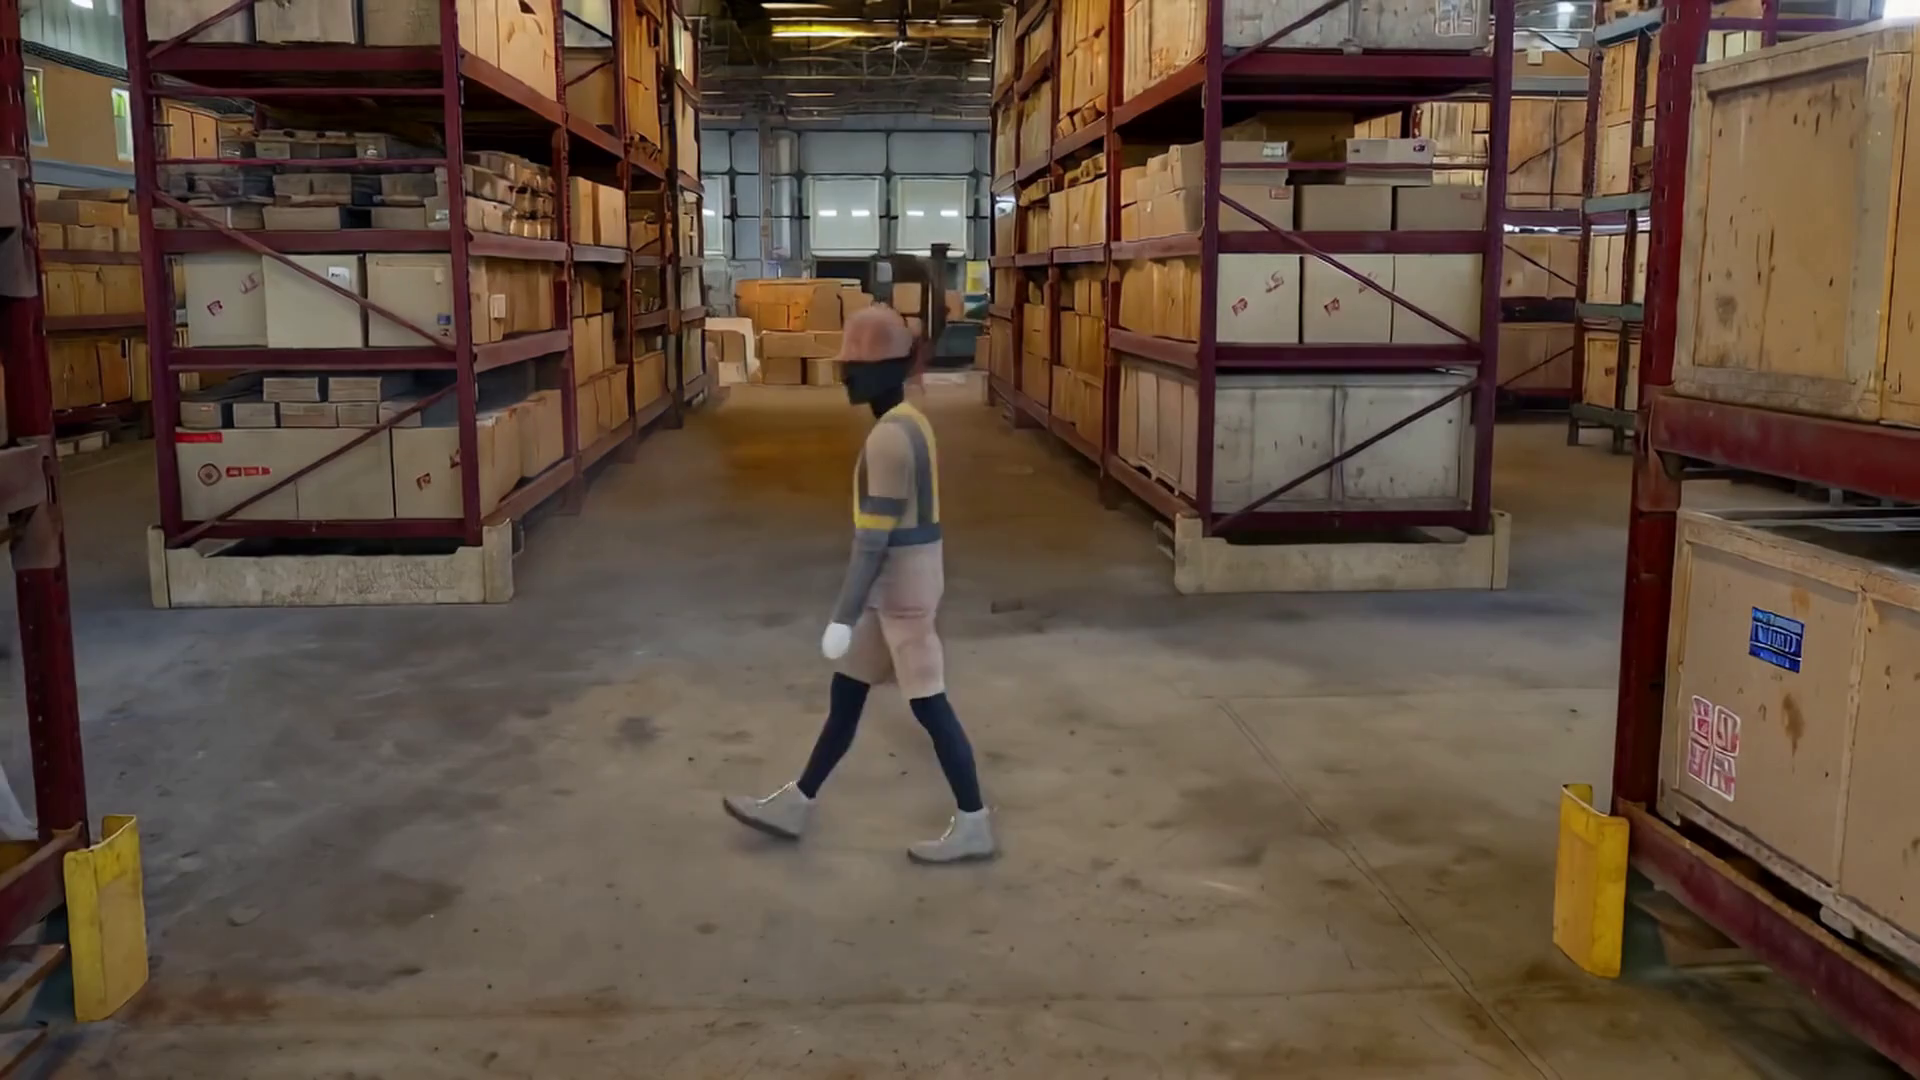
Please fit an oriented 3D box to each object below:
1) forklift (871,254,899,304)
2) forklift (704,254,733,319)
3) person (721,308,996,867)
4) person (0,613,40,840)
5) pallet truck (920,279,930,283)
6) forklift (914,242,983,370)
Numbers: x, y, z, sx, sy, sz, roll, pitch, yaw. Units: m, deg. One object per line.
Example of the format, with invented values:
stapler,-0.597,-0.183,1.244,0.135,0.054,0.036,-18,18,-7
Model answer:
forklift,-2.482,-8.176,55.669,1.129,2.768,1.873,-6,11,-32
forklift,-8.207,-8.253,56.154,1.129,2.768,1.873,1,9,9
person,-0.361,0.189,5.902,1.062,1.988,0.623,0,9,0
person,-3.641,0.301,5.866,0.993,1.791,0.591,-1,9,-5
pallet truck,-0.932,-8.922,63.114,1.885,1.965,0.823,2,9,13
forklift,-0.455,-5.164,36.755,1.873,2.768,1.129,-1,9,-4
